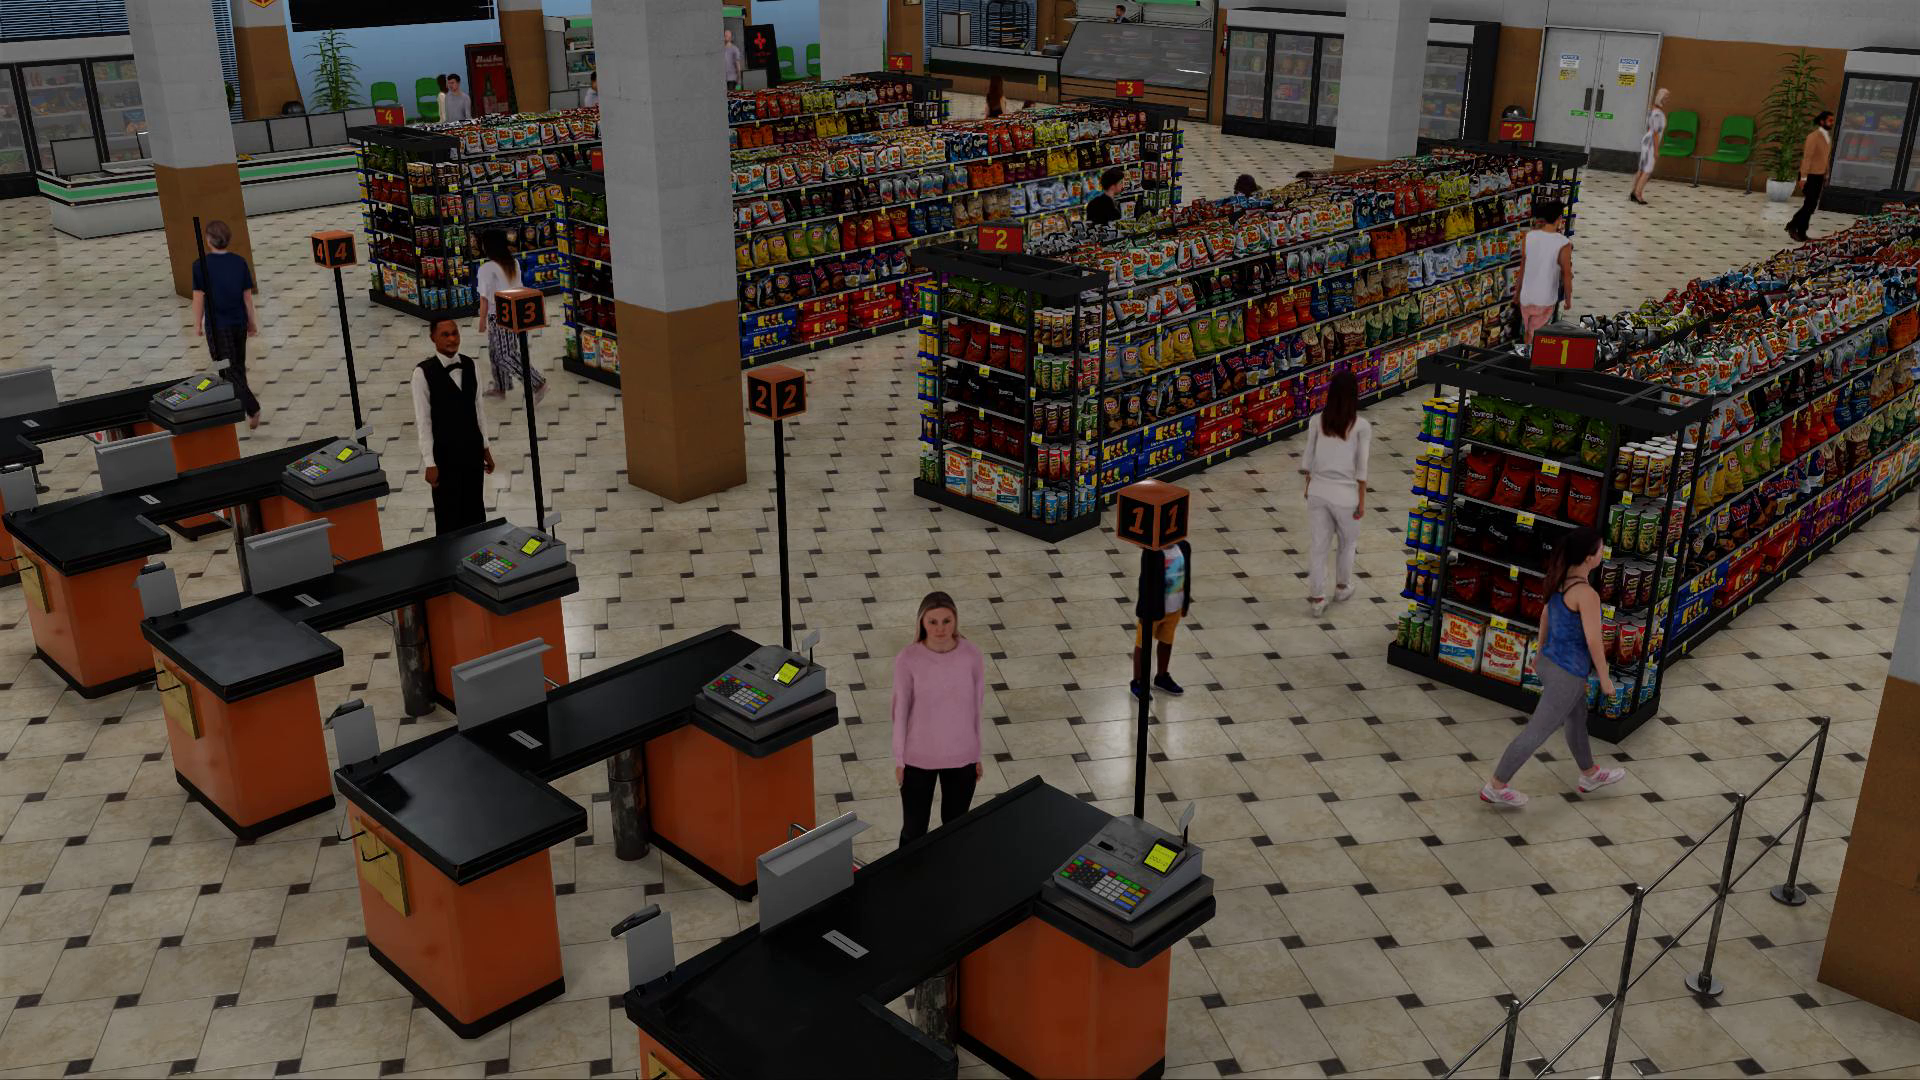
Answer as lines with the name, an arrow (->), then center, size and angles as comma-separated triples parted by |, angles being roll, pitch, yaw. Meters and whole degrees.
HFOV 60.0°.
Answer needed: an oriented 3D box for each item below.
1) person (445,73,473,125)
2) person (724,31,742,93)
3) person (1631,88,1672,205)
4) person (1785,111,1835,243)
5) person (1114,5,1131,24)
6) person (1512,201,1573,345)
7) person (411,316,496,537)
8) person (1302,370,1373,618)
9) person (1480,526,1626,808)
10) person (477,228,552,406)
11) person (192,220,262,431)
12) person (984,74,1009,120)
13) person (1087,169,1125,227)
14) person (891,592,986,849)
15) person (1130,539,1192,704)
person -> -7.723, -6.270, 25.719 | 0.686, 1.843, 0.675 | 9, 24, 21
person -> -4.495, -9.093, 32.822 | 0.776, 1.785, 1.242 | 16, 27, 34
person -> 10.357, -5.929, 25.035 | 0.897, 1.720, 0.726 | 2, 22, 6
person -> 11.418, -4.890, 22.412 | 0.633, 1.749, 0.769 | -15, 27, -33
person -> 3.714, -11.422, 38.512 | 0.624, 1.865, 0.561 | 20, 30, 41
person -> 5.547, -2.347, 16.080 | 0.973, 1.750, 0.663 | -20, 29, -40
person -> -3.511, -0.621, 11.559 | 0.758, 1.918, 0.524 | 18, 28, 38
person -> 2.468, -0.275, 11.028 | 0.753, 1.672, 0.871 | 11, 24, 25
person -> 3.086, 0.713, 8.705 | 1.096, 1.571, 1.001 | -1, 22, -3
person -> -4.168, -2.042, 15.459 | 1.031, 1.648, 1.137 | 8, 23, 19
person -> -6.467, -1.870, 14.775 | 0.768, 1.838, 1.079 | 18, 28, 37
person -> 0.483, -6.536, 26.557 | 0.652, 1.712, 0.609 | -16, 27, -35
person -> 1.383, -2.904, 17.310 | 0.815, 1.867, 0.828 | -9, 24, -21
person -> -0.102, 1.014, 7.801 | 0.649, 1.687, 0.746 | -5, 22, -12
person -> 1.200, 0.362, 9.989 | 0.538, 1.265, 0.635 | -11, 25, -26
